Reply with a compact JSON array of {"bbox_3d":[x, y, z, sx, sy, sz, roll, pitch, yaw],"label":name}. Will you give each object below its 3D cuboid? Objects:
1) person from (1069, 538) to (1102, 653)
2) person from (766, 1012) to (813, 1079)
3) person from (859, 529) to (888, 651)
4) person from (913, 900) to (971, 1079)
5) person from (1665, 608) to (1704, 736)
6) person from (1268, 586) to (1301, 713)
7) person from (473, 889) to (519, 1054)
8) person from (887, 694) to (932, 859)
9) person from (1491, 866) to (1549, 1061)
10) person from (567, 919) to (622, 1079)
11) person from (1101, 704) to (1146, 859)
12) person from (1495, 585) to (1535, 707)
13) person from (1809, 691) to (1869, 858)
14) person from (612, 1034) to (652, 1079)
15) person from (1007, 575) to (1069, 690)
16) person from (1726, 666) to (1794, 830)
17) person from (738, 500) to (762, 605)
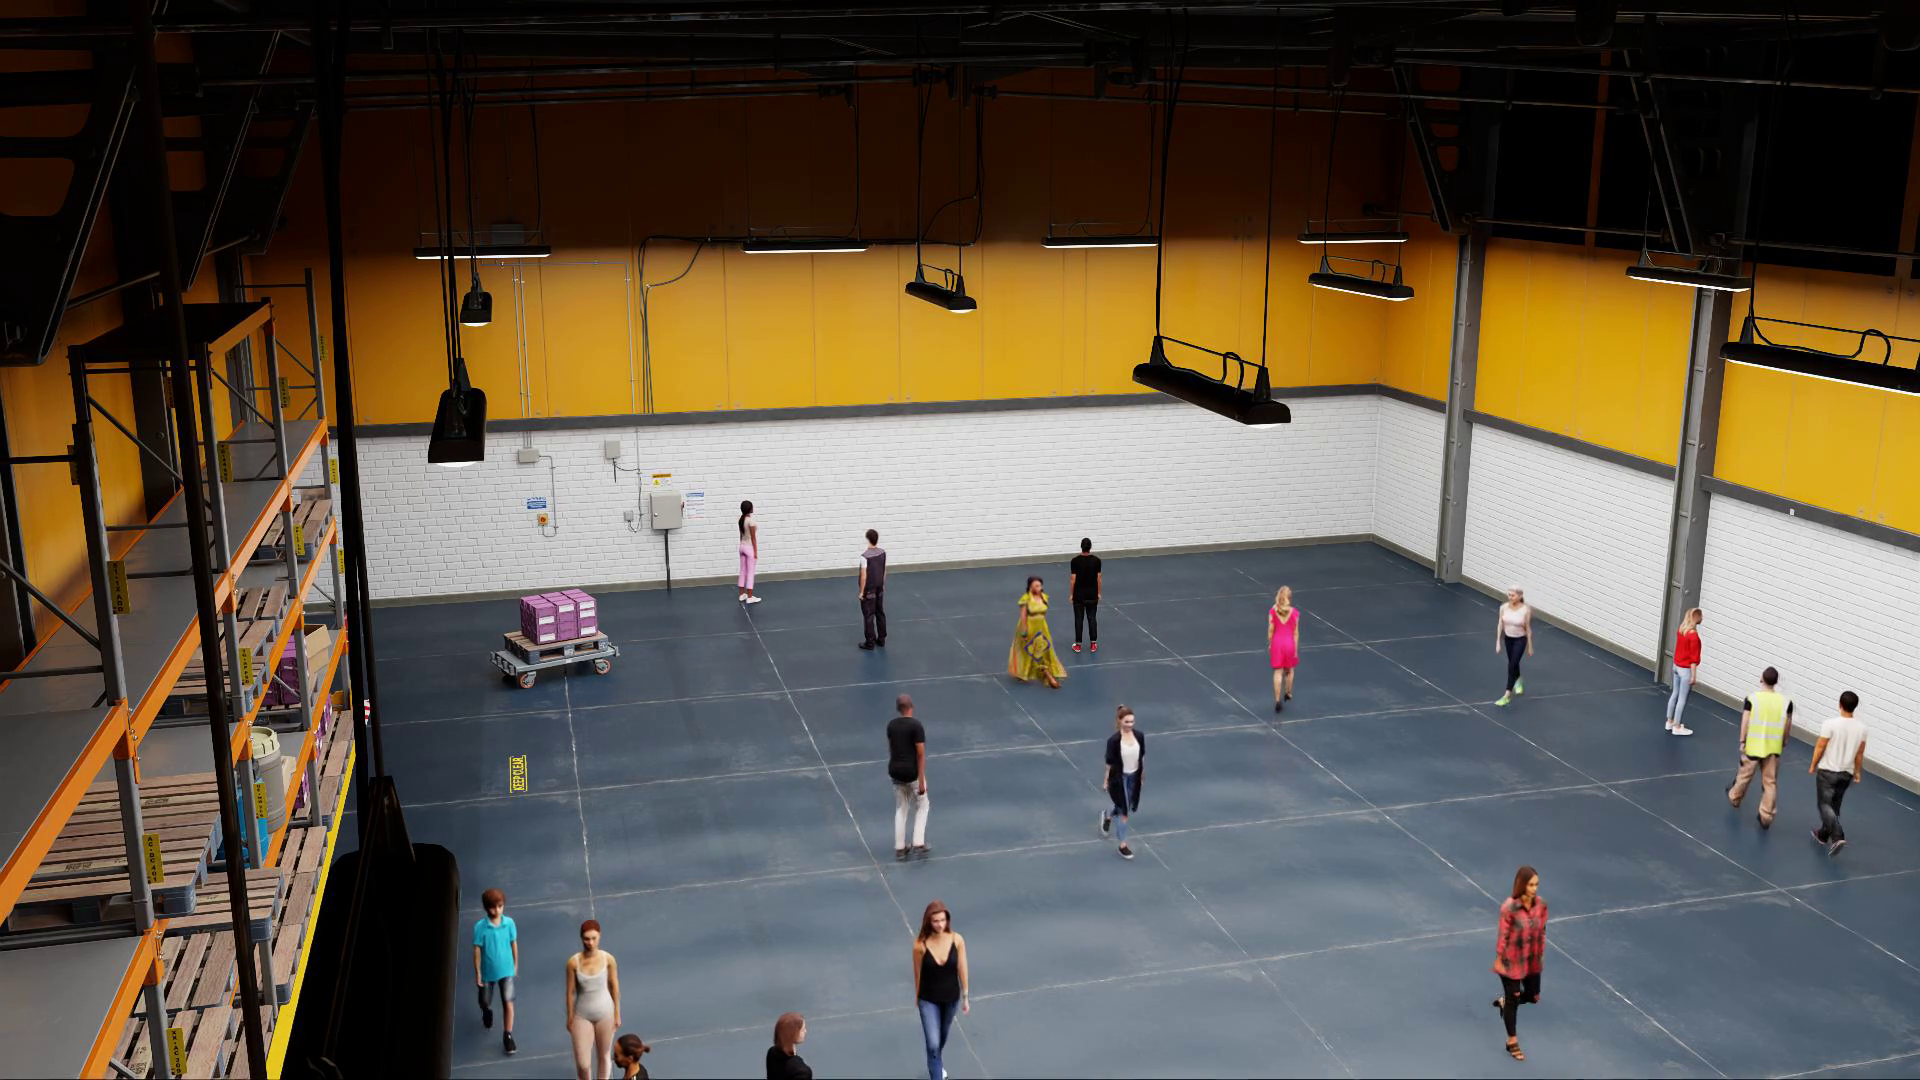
[{"bbox_3d":[1.895,0.821,25.155,0.672,1.758,0.611,-1,14,-5],"label":"person"},{"bbox_3d":[-1.194,4.114,11.671,0.719,1.705,0.592,-12,18,-41],"label":"person"},{"bbox_3d":[-1.323,0.739,25.298,0.747,1.849,0.741,13,19,43],"label":"person"},{"bbox_3d":[-0.185,3.690,13.504,0.639,1.664,1.093,-5,14,-20],"label":"person"},{"bbox_3d":[9.434,1.697,21.659,0.700,1.702,0.500,-1,14,-6],"label":"person"},{"bbox_3d":[4.361,1.494,22.491,0.863,1.703,0.979,5,14,19],"label":"person"},{"bbox_3d":[-3.982,3.635,14.214,0.590,1.439,0.832,-6,15,-23],"label":"person"},{"bbox_3d":[-0.590,2.576,17.900,0.896,1.761,0.825,-13,19,-43],"label":"person"},{"bbox_3d":[4.691,3.532,14.103,0.604,1.691,0.760,-3,14,-14],"label":"person"},{"bbox_3d":[-2.931,3.764,13.261,0.585,1.636,0.567,-5,14,-18],"label":"person"},{"bbox_3d":[1.742,2.578,18.093,0.714,1.667,1.020,-5,15,-21],"label":"person"},{"bbox_3d":[7.683,1.420,22.896,1.231,1.658,1.126,11,18,39],"label":"person"},{"bbox_3d":[9.514,2.543,17.992,0.845,1.783,1.123,-1,14,-4],"label":"person"},{"bbox_3d":[-2.216,4.173,11.504,0.646,1.668,0.473,-3,14,-11],"label":"person"},{"bbox_3d":[0.976,1.296,23.533,1.029,1.598,1.337,-9,16,-34],"label":"person"},{"bbox_3d":[9.048,2.362,18.705,1.008,1.799,1.217,2,14,9],"label":"person"},{"bbox_3d":[-3.552,0.183,27.826,0.706,1.741,0.597,-13,19,-43],"label":"person"}]
